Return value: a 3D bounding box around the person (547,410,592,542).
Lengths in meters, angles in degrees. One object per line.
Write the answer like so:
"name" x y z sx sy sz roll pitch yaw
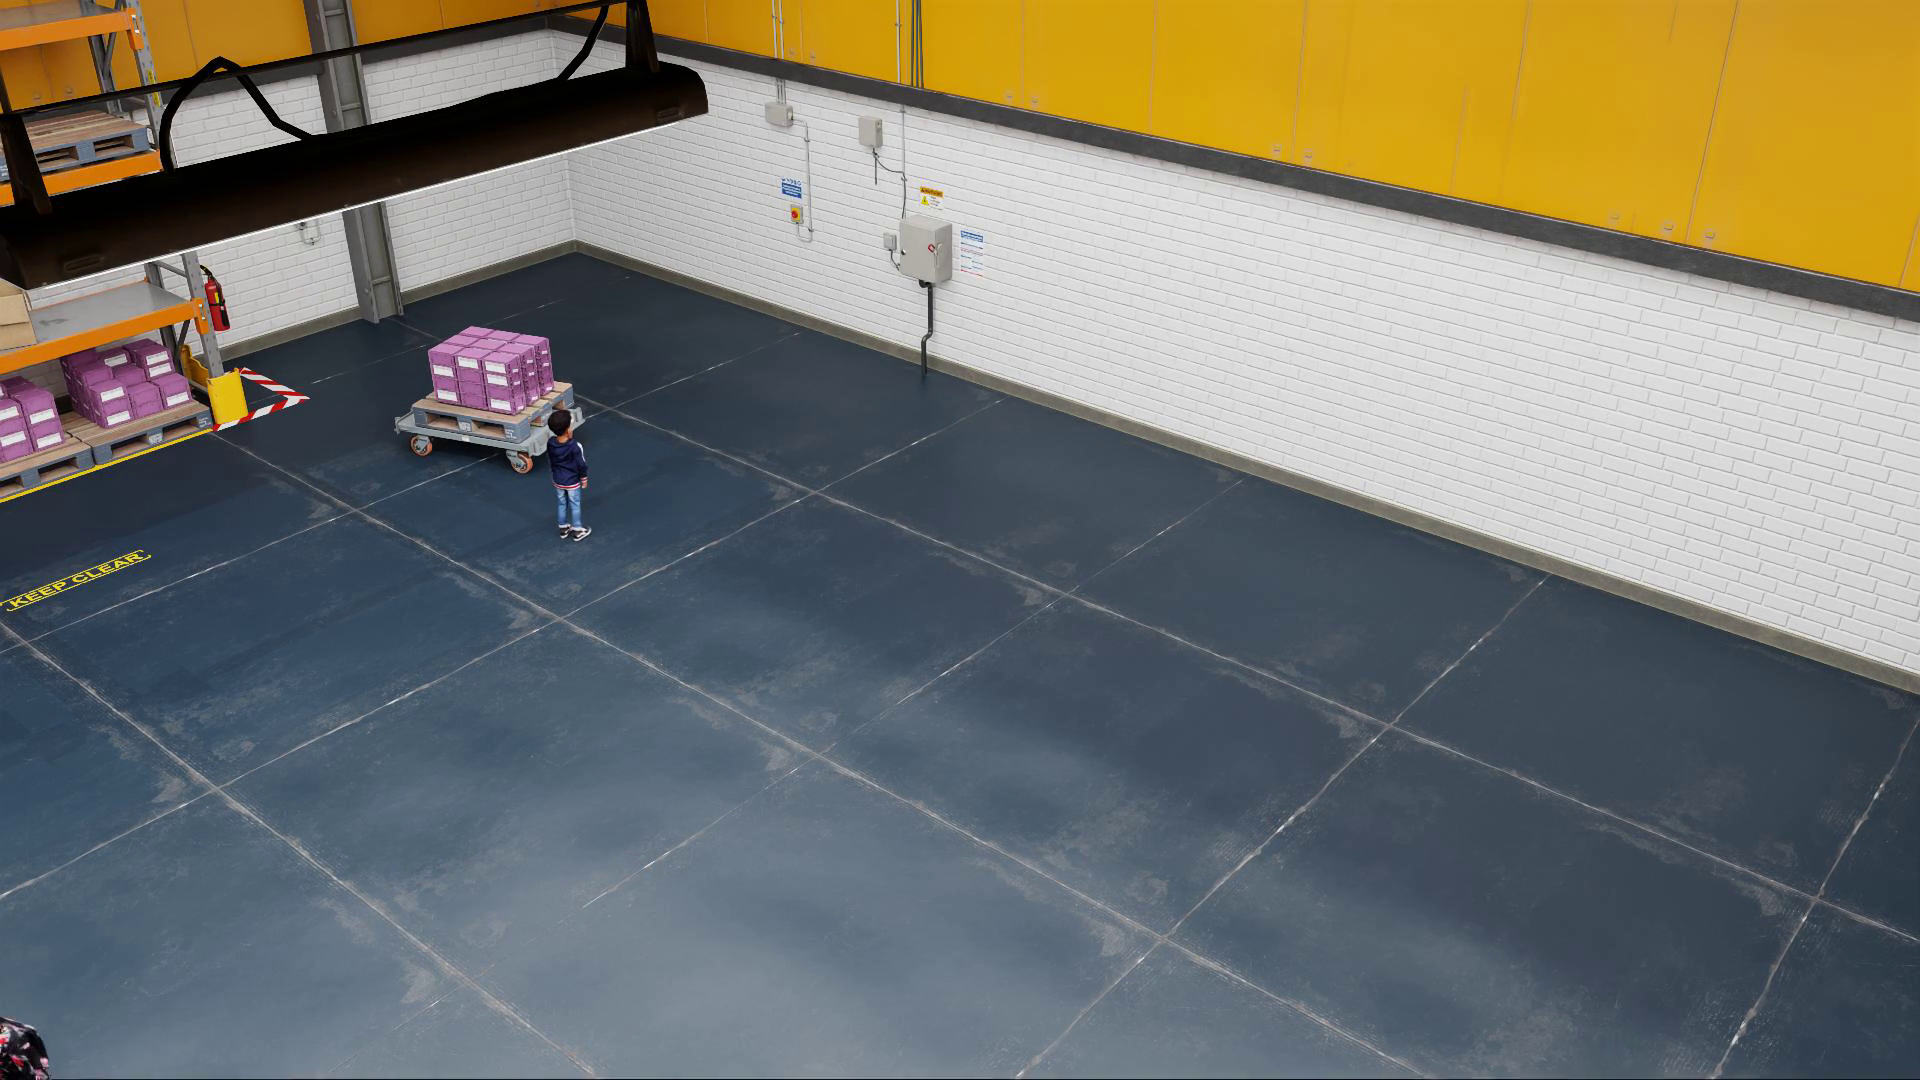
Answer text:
"person" -3.470 -0.574 14.657 0.571 1.221 0.566 10 30 17
